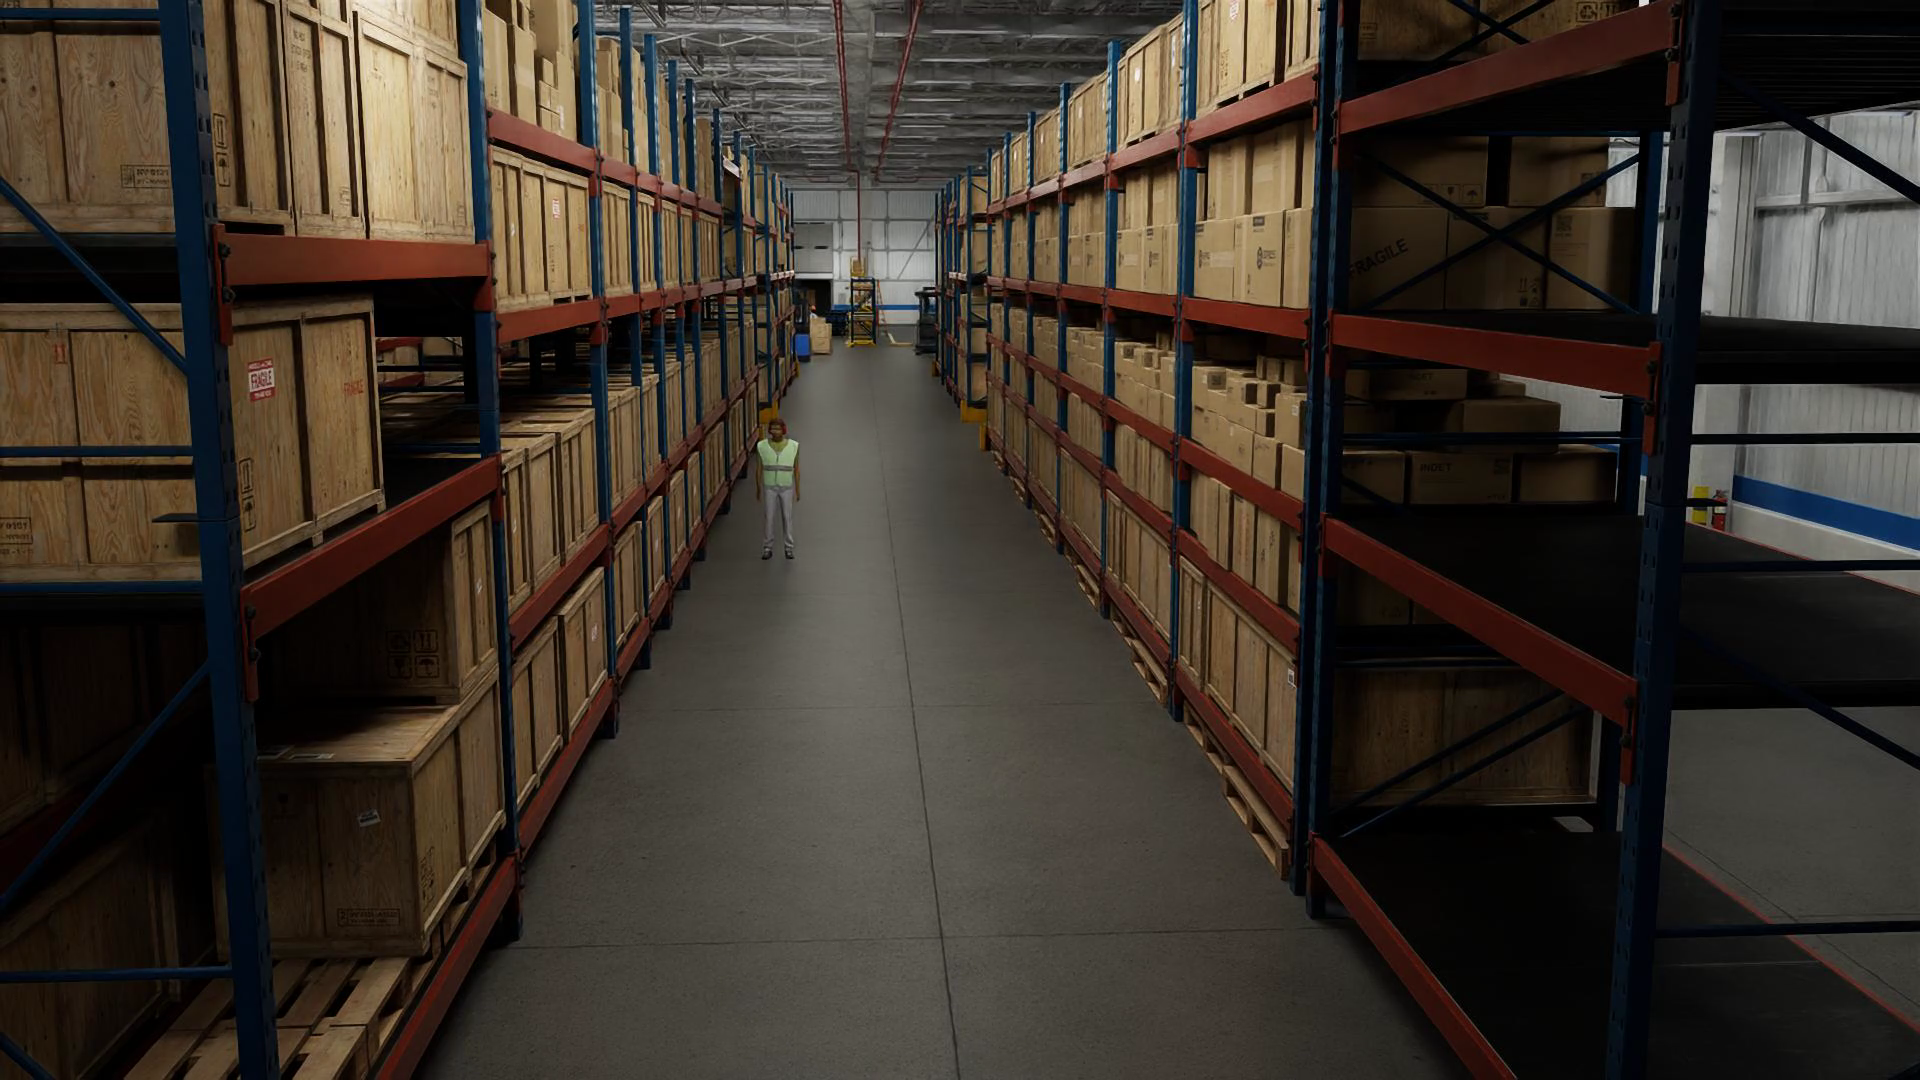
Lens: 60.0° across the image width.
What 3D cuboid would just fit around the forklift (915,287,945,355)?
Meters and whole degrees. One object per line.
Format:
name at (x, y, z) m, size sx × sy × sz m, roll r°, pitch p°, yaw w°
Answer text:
forklift at (-1.000, -8.978, 68.095) m, size 1.129 × 2.768 × 1.873 m, roll 3°, pitch 10°, yaw 19°

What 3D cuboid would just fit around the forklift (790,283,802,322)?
forklift at (-8.110, -11.022, 80.308) m, size 1.129 × 2.768 × 1.873 m, roll -5°, pitch 11°, yaw -30°

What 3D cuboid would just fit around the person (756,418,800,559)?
person at (-2.354, -0.669, 21.556) m, size 0.570 × 1.841 × 0.372 m, roll -1°, pitch 10°, yaw -6°

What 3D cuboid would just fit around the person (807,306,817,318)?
person at (-6.439, -9.284, 72.781) m, size 0.543 × 1.928 × 0.400 m, roll 9°, pitch 13°, yaw 42°

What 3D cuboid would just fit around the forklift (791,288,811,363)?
forklift at (-6.264, -8.181, 63.338) m, size 1.129 × 2.768 × 1.873 m, roll -1°, pitch 10°, yaw -3°

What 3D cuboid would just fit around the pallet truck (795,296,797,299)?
pallet truck at (-8.622, -12.439, 91.403) m, size 1.885 × 1.965 × 0.823 m, roll 2°, pitch 10°, yaw 13°
